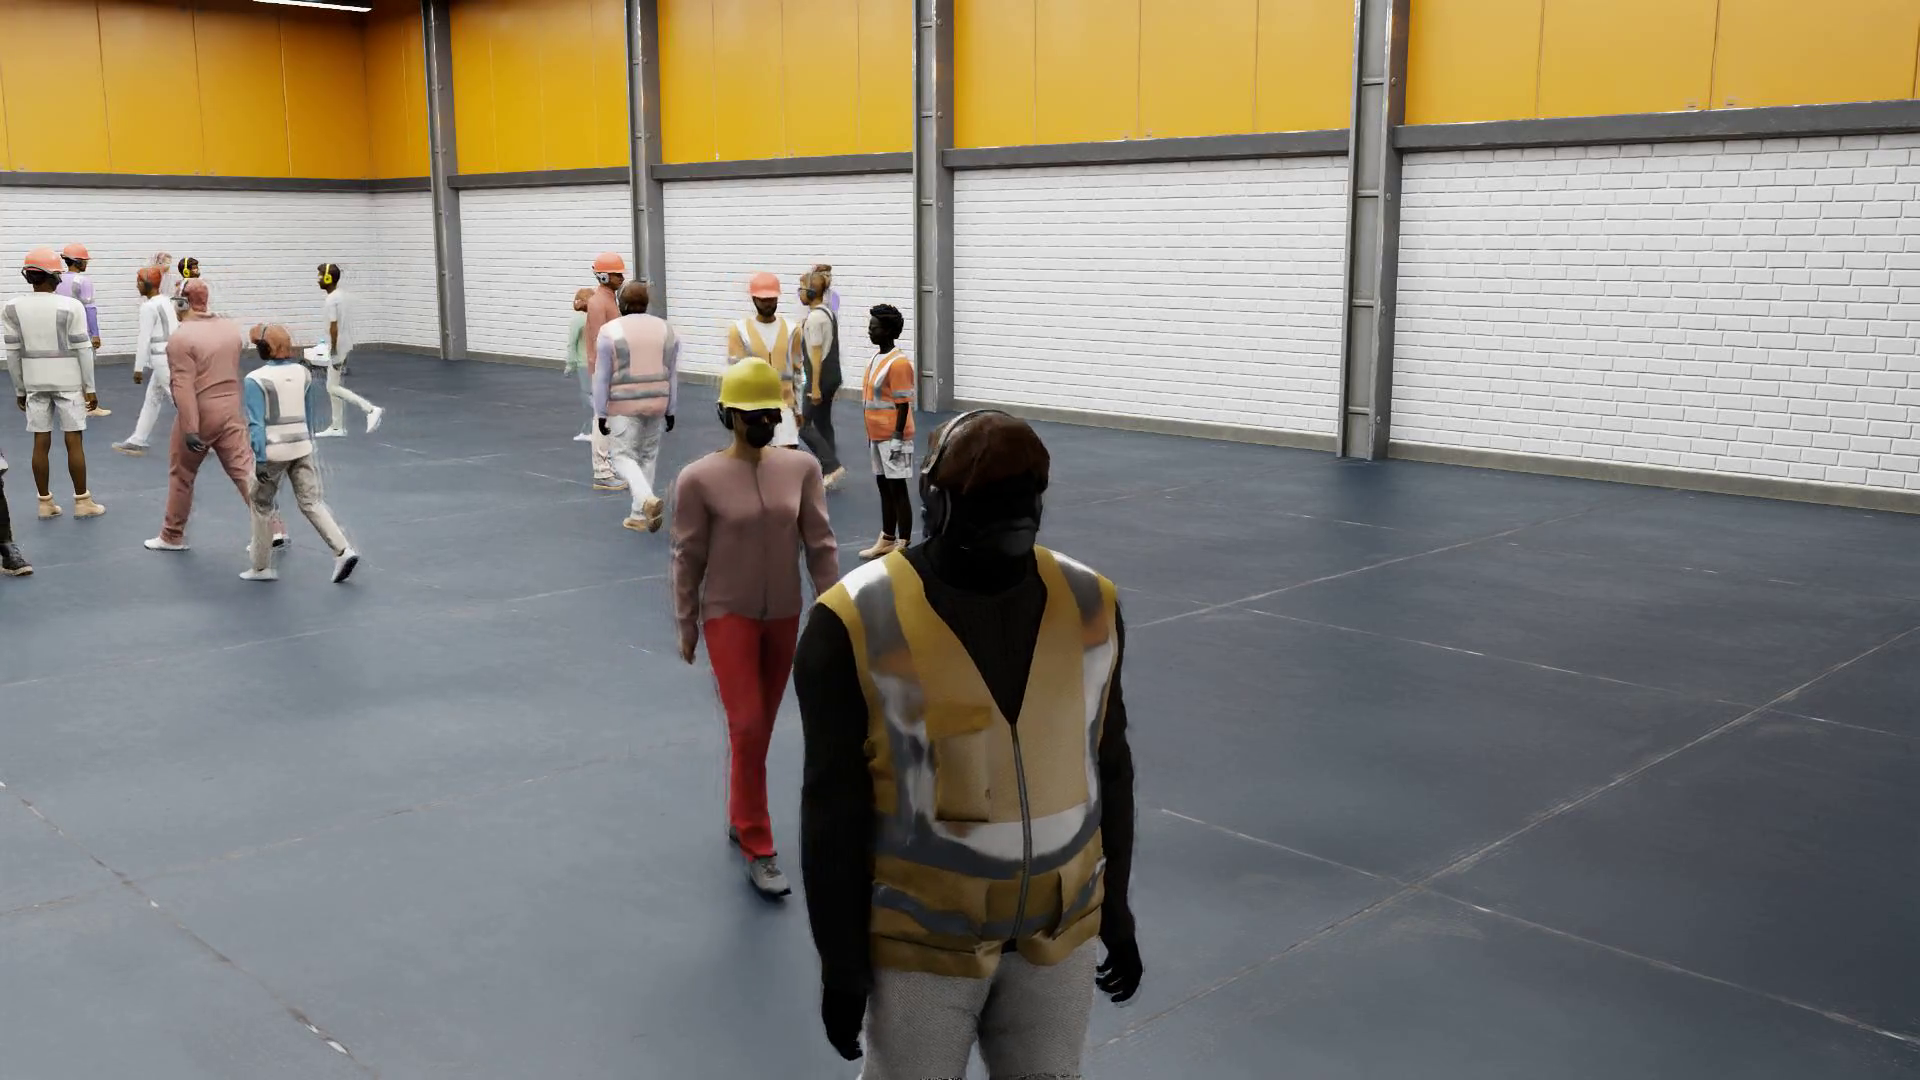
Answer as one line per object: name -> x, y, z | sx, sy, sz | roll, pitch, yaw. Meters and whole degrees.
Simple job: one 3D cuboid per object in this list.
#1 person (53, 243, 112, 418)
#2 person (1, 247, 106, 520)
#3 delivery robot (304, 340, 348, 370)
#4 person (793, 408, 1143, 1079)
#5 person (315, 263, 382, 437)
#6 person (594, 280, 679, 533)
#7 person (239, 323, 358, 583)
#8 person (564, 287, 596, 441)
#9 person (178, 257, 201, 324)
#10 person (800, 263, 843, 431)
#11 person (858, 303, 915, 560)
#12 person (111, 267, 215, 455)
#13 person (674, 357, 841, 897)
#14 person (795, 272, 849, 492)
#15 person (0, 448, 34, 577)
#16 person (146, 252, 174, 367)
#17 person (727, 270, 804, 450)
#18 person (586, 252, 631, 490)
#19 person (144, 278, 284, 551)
person -> -10.302, -2.451, 19.501 | 0.615, 2.041, 0.392 | 5, 11, 25
person -> -6.793, -1.162, 12.475 | 0.608, 2.044, 0.373 | -1, 10, -5
delivery robot -> -9.580, -2.782, 25.114 | 0.707, 0.478, 0.477 | 8, 13, 37
person -> 0.028, 0.686, 2.950 | 0.643, 1.843, 0.429 | -4, 11, -22
person -> -6.517, -1.998, 17.575 | 0.649, 1.850, 0.522 | -1, 10, -6
person -> -2.270, -0.924, 11.790 | 0.631, 1.822, 0.723 | -8, 13, -36
person -> -4.090, -0.523, 10.155 | 0.789, 1.608, 0.522 | 5, 11, 25
person -> -3.747, -1.782, 17.053 | 0.717, 1.605, 0.503 | 6, 12, 28
person -> -9.098, -2.402, 19.712 | 0.310, 1.868, 0.532 | -5, 11, -24
person -> -1.532, -2.109, 18.226 | 0.447, 1.826, 0.570 | 10, 14, 43
person -> -0.468, -0.671, 10.749 | 0.318, 1.696, 0.547 | -4, 11, -23
person -> -7.734, -1.711, 16.065 | 1.007, 1.826, 0.591 | -1, 10, -5
person -> -0.624, 0.277, 5.487 | 0.530, 1.735, 0.789 | -8, 13, -36
person -> -1.179, -1.288, 13.749 | 0.381, 1.831, 0.512 | 2, 11, 13
person -> -6.326, -0.725, 10.467 | 0.997, 1.917, 0.609 | 7, 13, 35
person -> -12.822, -3.703, 26.864 | 0.855, 1.849, 0.708 | 0, 10, -2
person -> -1.410, -0.995, 12.001 | 0.566, 1.897, 0.961 | -3, 11, -18
person -> -2.951, -1.427, 14.050 | 0.397, 1.991, 0.621 | 0, 10, -2
person -> -5.039, -0.827, 11.175 | 1.006, 1.859, 0.648 | 3, 11, 18
